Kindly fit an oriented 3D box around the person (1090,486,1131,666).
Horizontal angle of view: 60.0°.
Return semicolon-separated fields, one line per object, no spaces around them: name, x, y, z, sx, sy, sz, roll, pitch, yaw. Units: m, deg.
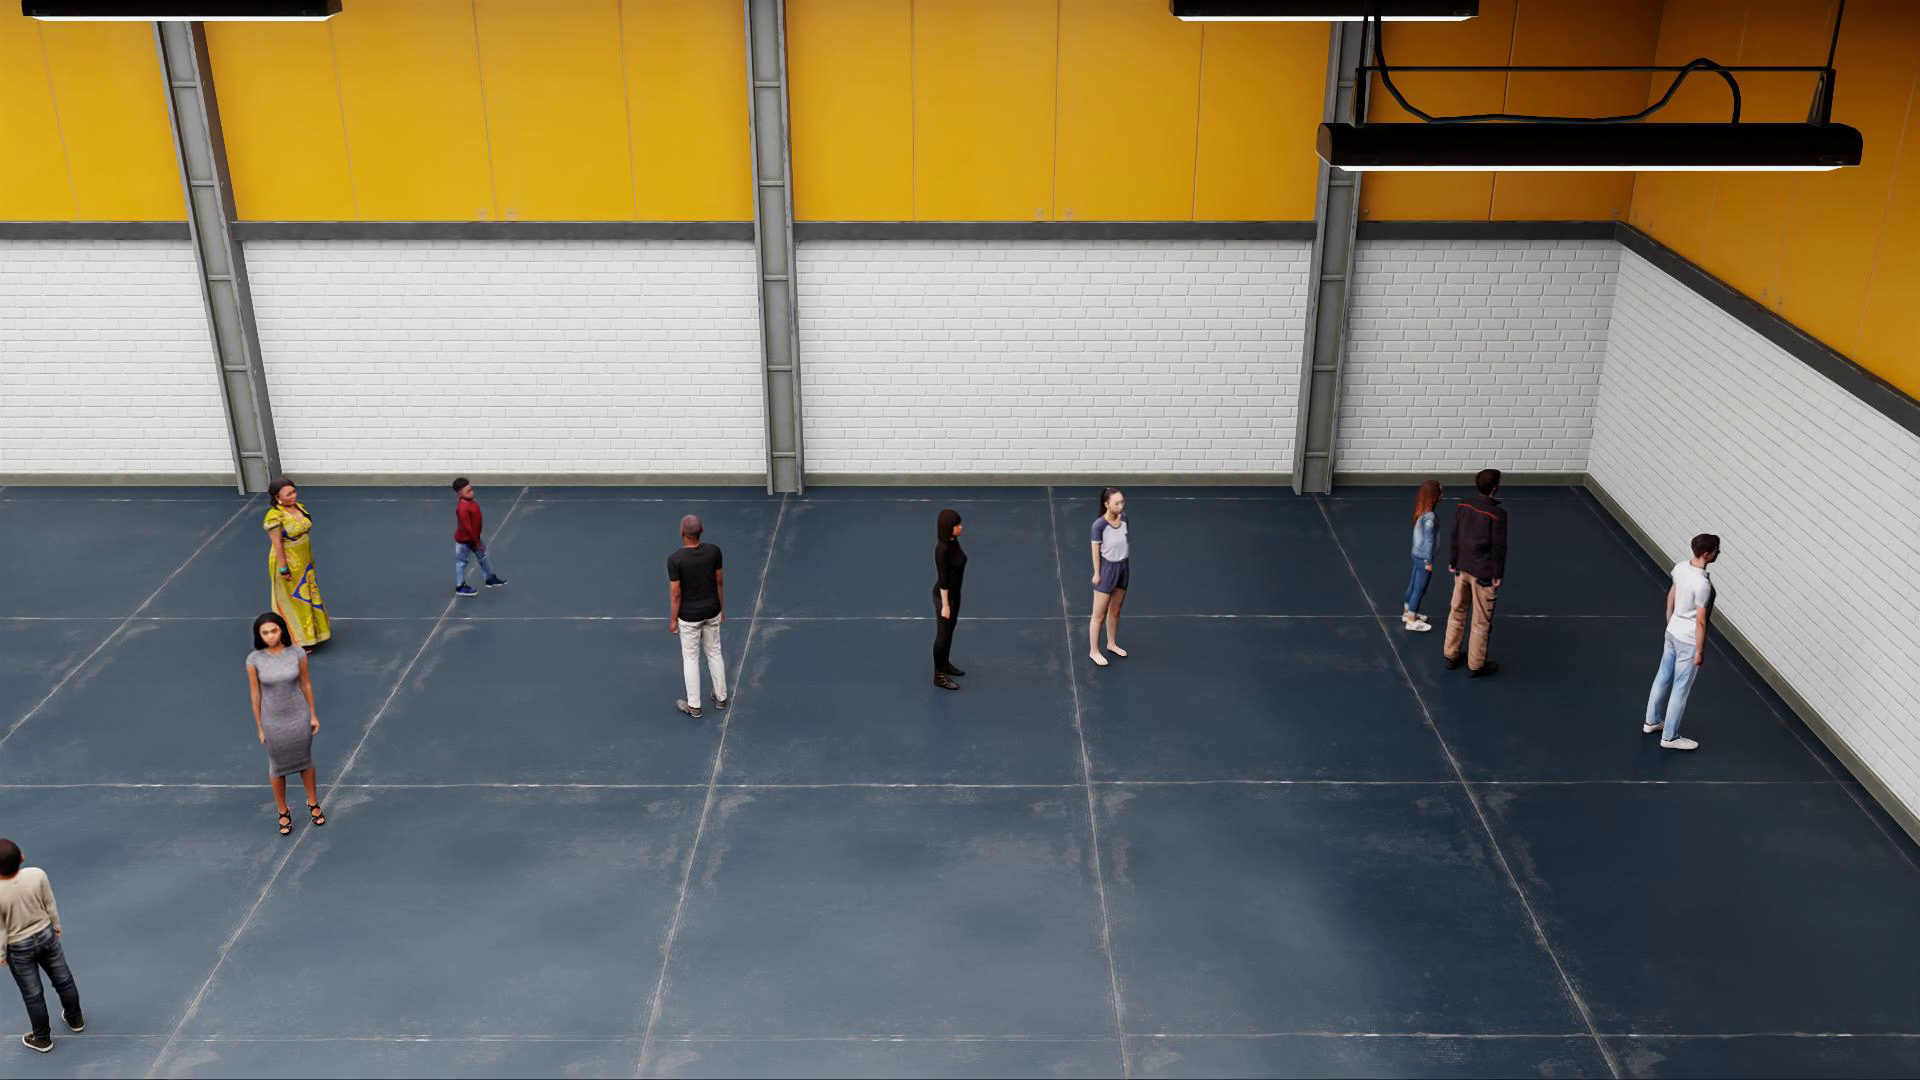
person;1.339;0.304;14.936;0.661;1.651;0.731;-20;30;-38

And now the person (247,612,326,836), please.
person;-5.017;1.350;12.380;0.605;1.781;0.721;-12;26;-25

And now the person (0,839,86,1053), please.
person;-5.705;2.471;10.210;0.678;1.465;0.637;17;29;34

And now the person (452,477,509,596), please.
person;-4.866;-0.027;16.208;0.709;1.237;0.523;-1;24;-3

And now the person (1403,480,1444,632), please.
person;4.320;0.138;15.535;0.531;1.475;0.579;3;24;7

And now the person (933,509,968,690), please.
person;-0.114;0.487;14.528;0.579;1.641;0.637;6;24;13

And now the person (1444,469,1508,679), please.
person;4.549;0.276;14.657;0.827;1.925;0.794;-18;29;-35

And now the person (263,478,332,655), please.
person;-6.074;0.205;15.151;0.816;1.660;0.887;3;24;7

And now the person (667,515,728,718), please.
person;-2.200;0.629;13.999;0.730;1.805;0.822;-16;28;-32

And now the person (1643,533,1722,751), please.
person;5.903;0.799;13.554;0.564;1.851;0.680;-2;24;-5
